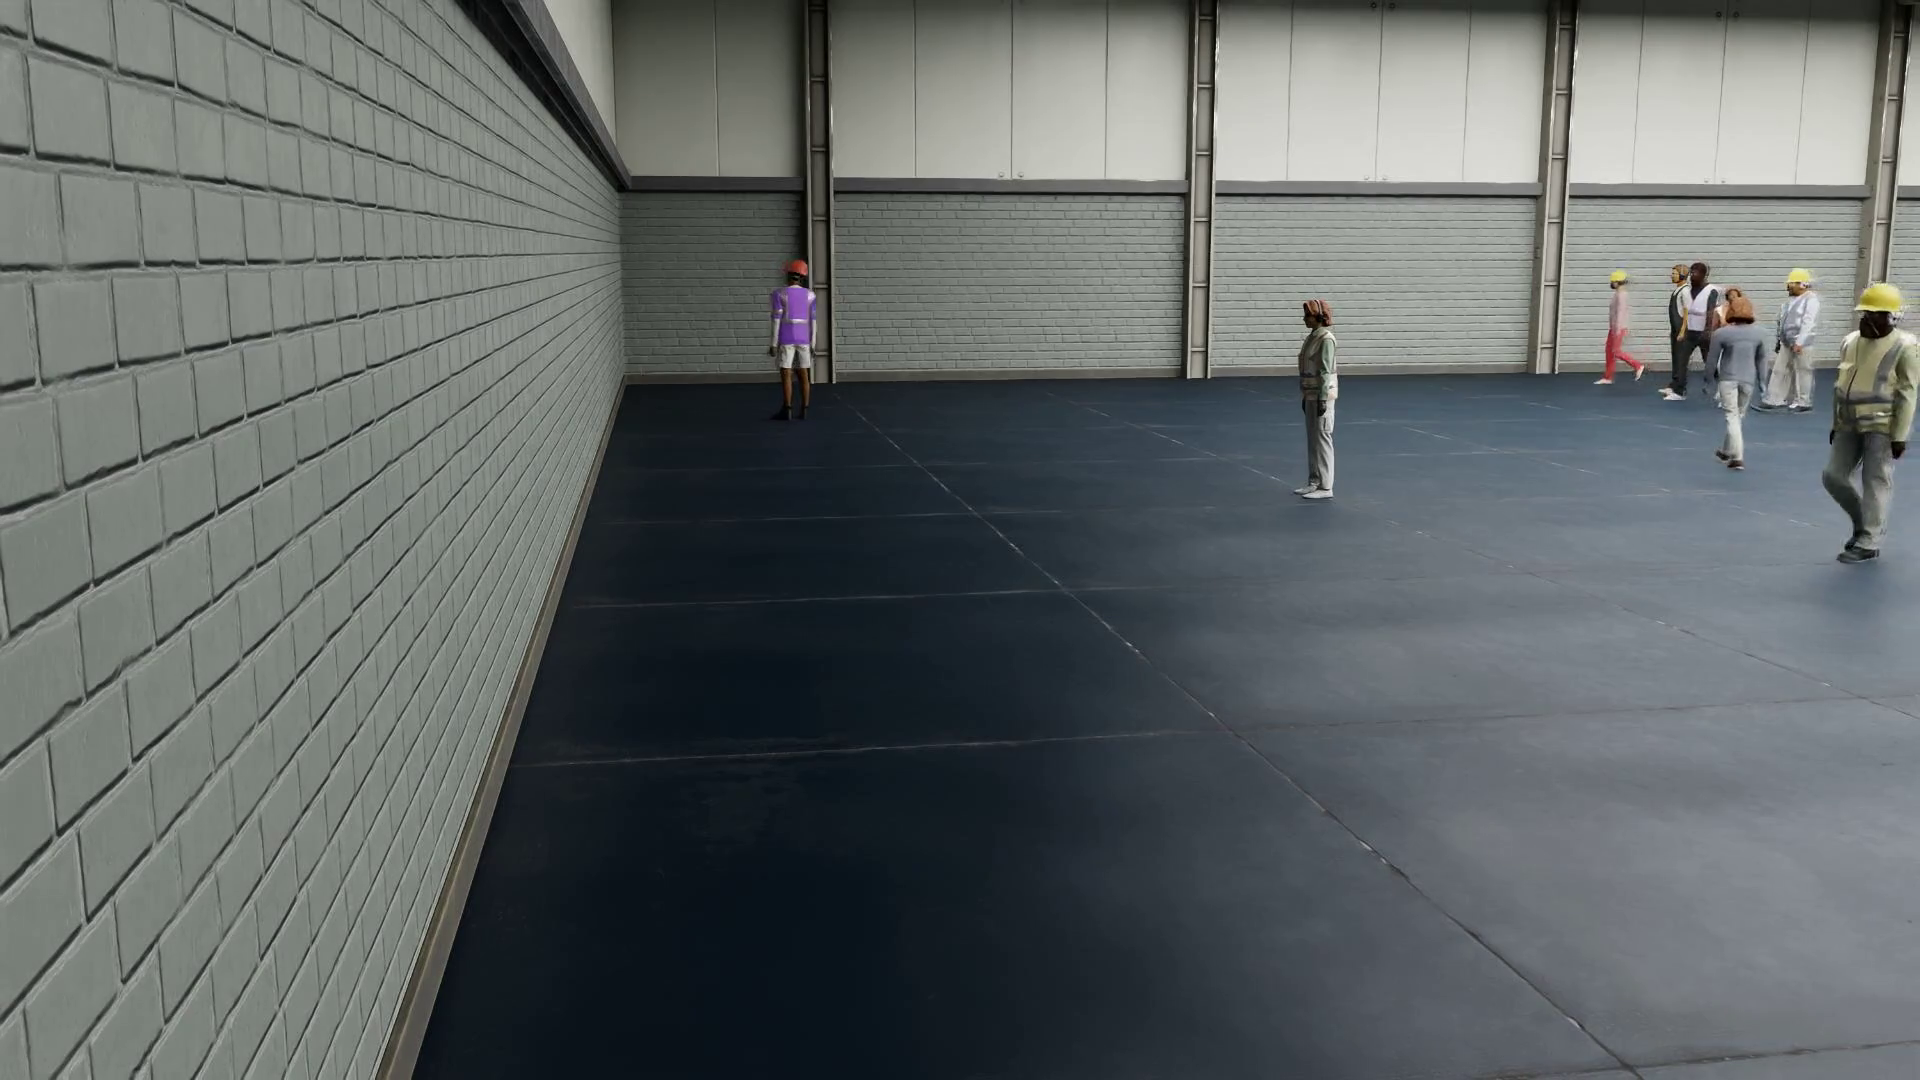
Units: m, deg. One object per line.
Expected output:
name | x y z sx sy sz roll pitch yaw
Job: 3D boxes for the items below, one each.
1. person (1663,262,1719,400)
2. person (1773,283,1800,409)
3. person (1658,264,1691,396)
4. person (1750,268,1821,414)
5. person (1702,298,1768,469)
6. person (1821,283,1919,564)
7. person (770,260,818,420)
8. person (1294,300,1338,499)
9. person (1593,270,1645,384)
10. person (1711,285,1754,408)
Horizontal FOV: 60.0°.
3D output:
person | 10.127 -2.840 22.674 0.946 1.884 0.597 -4 11 -21
person | 10.760 -2.514 21.476 0.307 1.637 0.525 -4 11 -21
person | 10.061 -2.933 23.289 0.350 1.847 0.506 2 10 11
person | 10.272 -2.450 20.616 0.756 1.801 0.597 -2 10 -9
person | 7.273 -1.477 15.633 0.518 1.580 0.850 1 10 4
person | 5.888 -0.746 10.769 0.411 1.818 0.618 -3 10 -19
person | -2.022 -2.376 19.965 0.653 1.913 0.364 -5 11 -25
person | 2.934 -1.151 13.658 0.315 1.629 0.509 -1 10 -8
person | 10.018 -3.208 25.170 0.633 1.751 0.532 3 10 15
person | 10.072 -2.528 21.675 0.523 1.607 0.754 6 11 31
